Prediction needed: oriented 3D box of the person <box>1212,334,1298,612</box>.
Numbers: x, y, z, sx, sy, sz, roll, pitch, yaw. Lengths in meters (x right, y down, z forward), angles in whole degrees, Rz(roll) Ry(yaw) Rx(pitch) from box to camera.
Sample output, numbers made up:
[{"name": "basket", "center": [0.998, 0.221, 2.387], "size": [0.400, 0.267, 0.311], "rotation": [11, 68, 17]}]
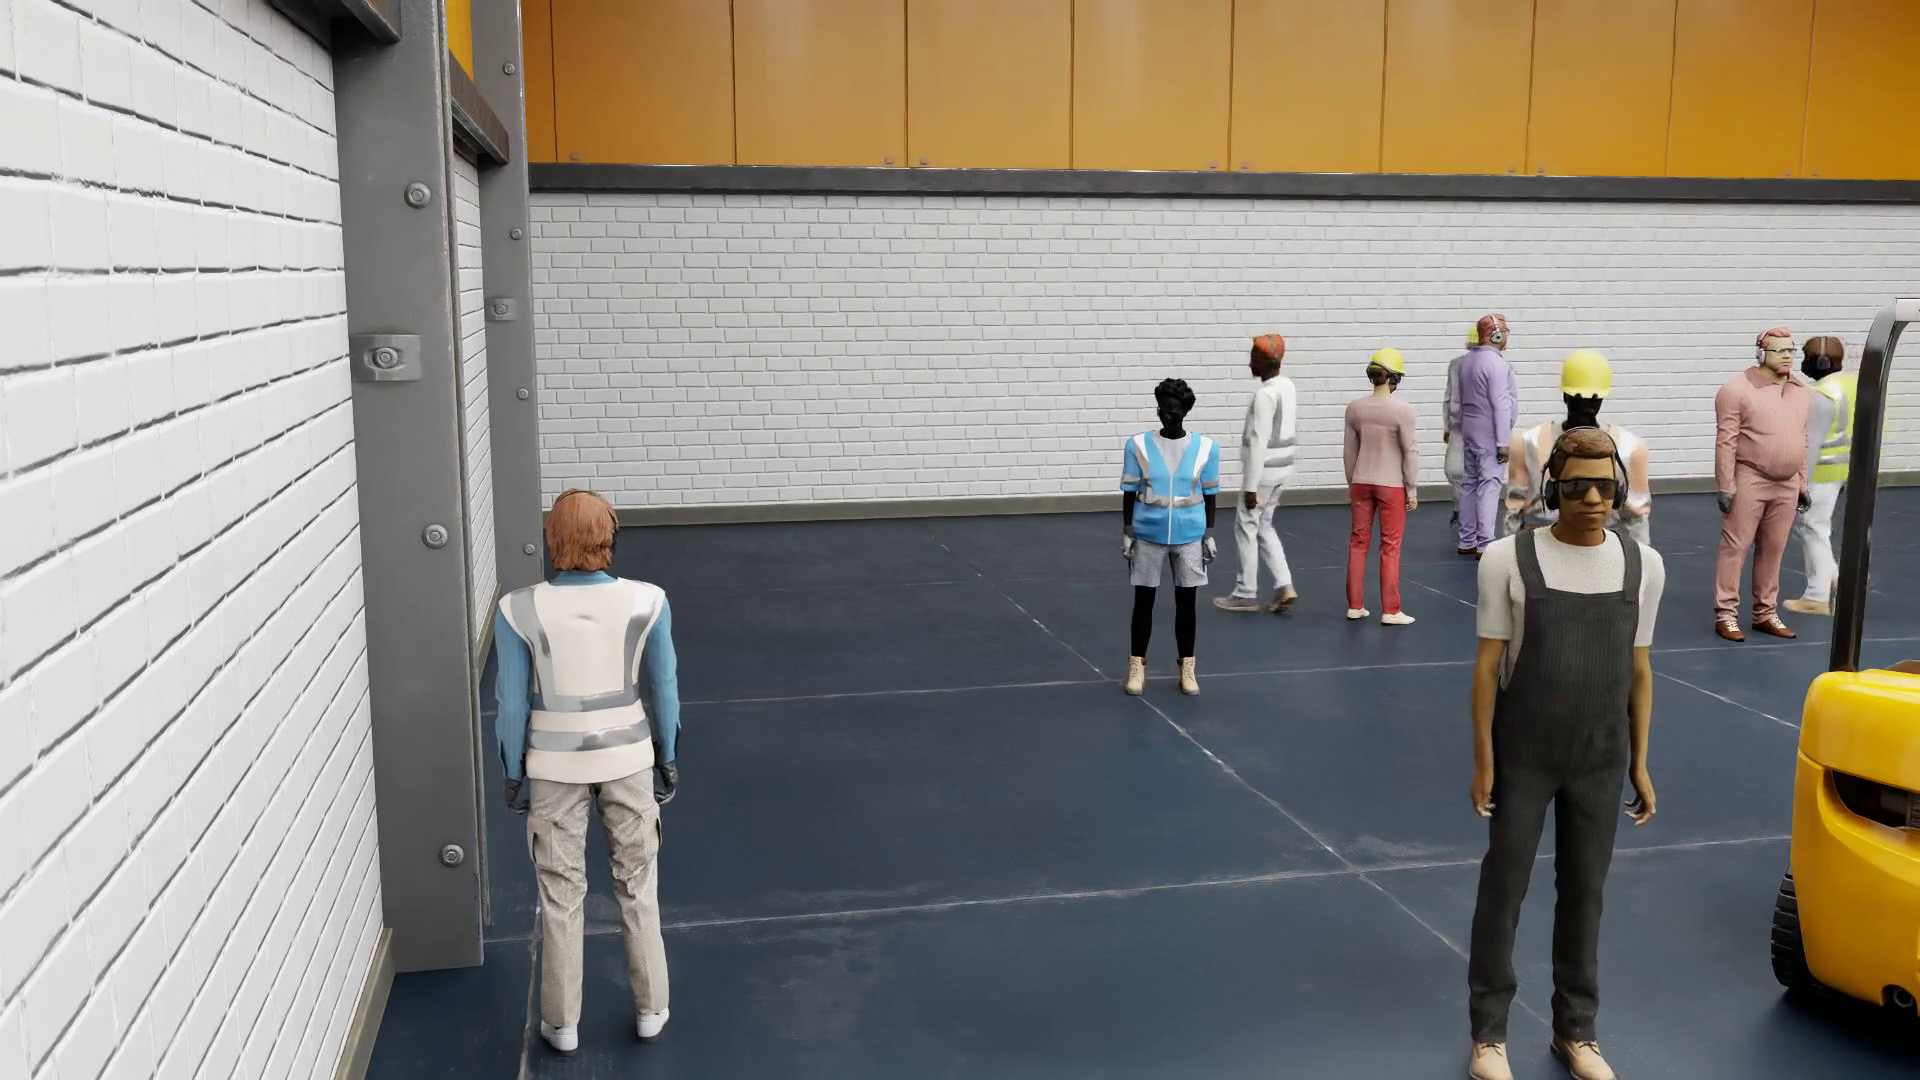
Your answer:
[{"name": "person", "center": [1.966, -0.419, 10.862], "size": [0.614, 1.843, 0.680], "rotation": [6, 11, 31]}]

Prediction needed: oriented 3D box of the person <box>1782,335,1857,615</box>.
[{"name": "person", "center": [5.599, -0.418, 10.866], "size": [0.449, 1.827, 0.648], "rotation": [9, 13, 42]}]

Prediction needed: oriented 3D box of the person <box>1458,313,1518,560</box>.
[{"name": "person", "center": [4.115, -0.797, 12.930], "size": [0.410, 1.913, 0.642], "rotation": [-2, 9, -9]}]

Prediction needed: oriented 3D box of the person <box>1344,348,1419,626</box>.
[{"name": "person", "center": [2.680, -0.336, 10.576], "size": [0.317, 1.765, 0.522], "rotation": [-9, 13, -44]}]

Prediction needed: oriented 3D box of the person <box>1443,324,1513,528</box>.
[{"name": "person", "center": [4.400, -0.960, 14.210], "size": [0.612, 1.808, 0.436], "rotation": [7, 11, 35]}]

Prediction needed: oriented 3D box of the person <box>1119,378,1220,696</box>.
[{"name": "person", "center": [1.106, -0.014, 8.814], "size": [0.529, 1.694, 0.321], "rotation": [1, 9, 4]}]

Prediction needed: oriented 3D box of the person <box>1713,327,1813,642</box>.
[{"name": "person", "center": [4.909, -0.337, 10.136], "size": [0.638, 1.910, 0.407], "rotation": [-2, 10, -13]}]

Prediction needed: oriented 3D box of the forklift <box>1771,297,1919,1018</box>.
[{"name": "forklift", "center": [3.542, 0.334, 5.177], "size": [2.313, 2.155, 1.214], "rotation": [-9, 13, -43]}]

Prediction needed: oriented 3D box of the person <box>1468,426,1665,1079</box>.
[{"name": "person", "center": [1.655, 0.606, 4.573], "size": [0.505, 1.847, 0.347], "rotation": [0, 9, 2]}]

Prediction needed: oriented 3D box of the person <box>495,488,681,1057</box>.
[{"name": "person", "center": [-1.067, 0.671, 4.808], "size": [0.523, 1.638, 0.310], "rotation": [-3, 10, -18]}]

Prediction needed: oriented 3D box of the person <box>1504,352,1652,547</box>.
[{"name": "person", "center": [2.682, 0.136, 7.265], "size": [0.605, 1.891, 0.868], "rotation": [3, 10, 19]}]
